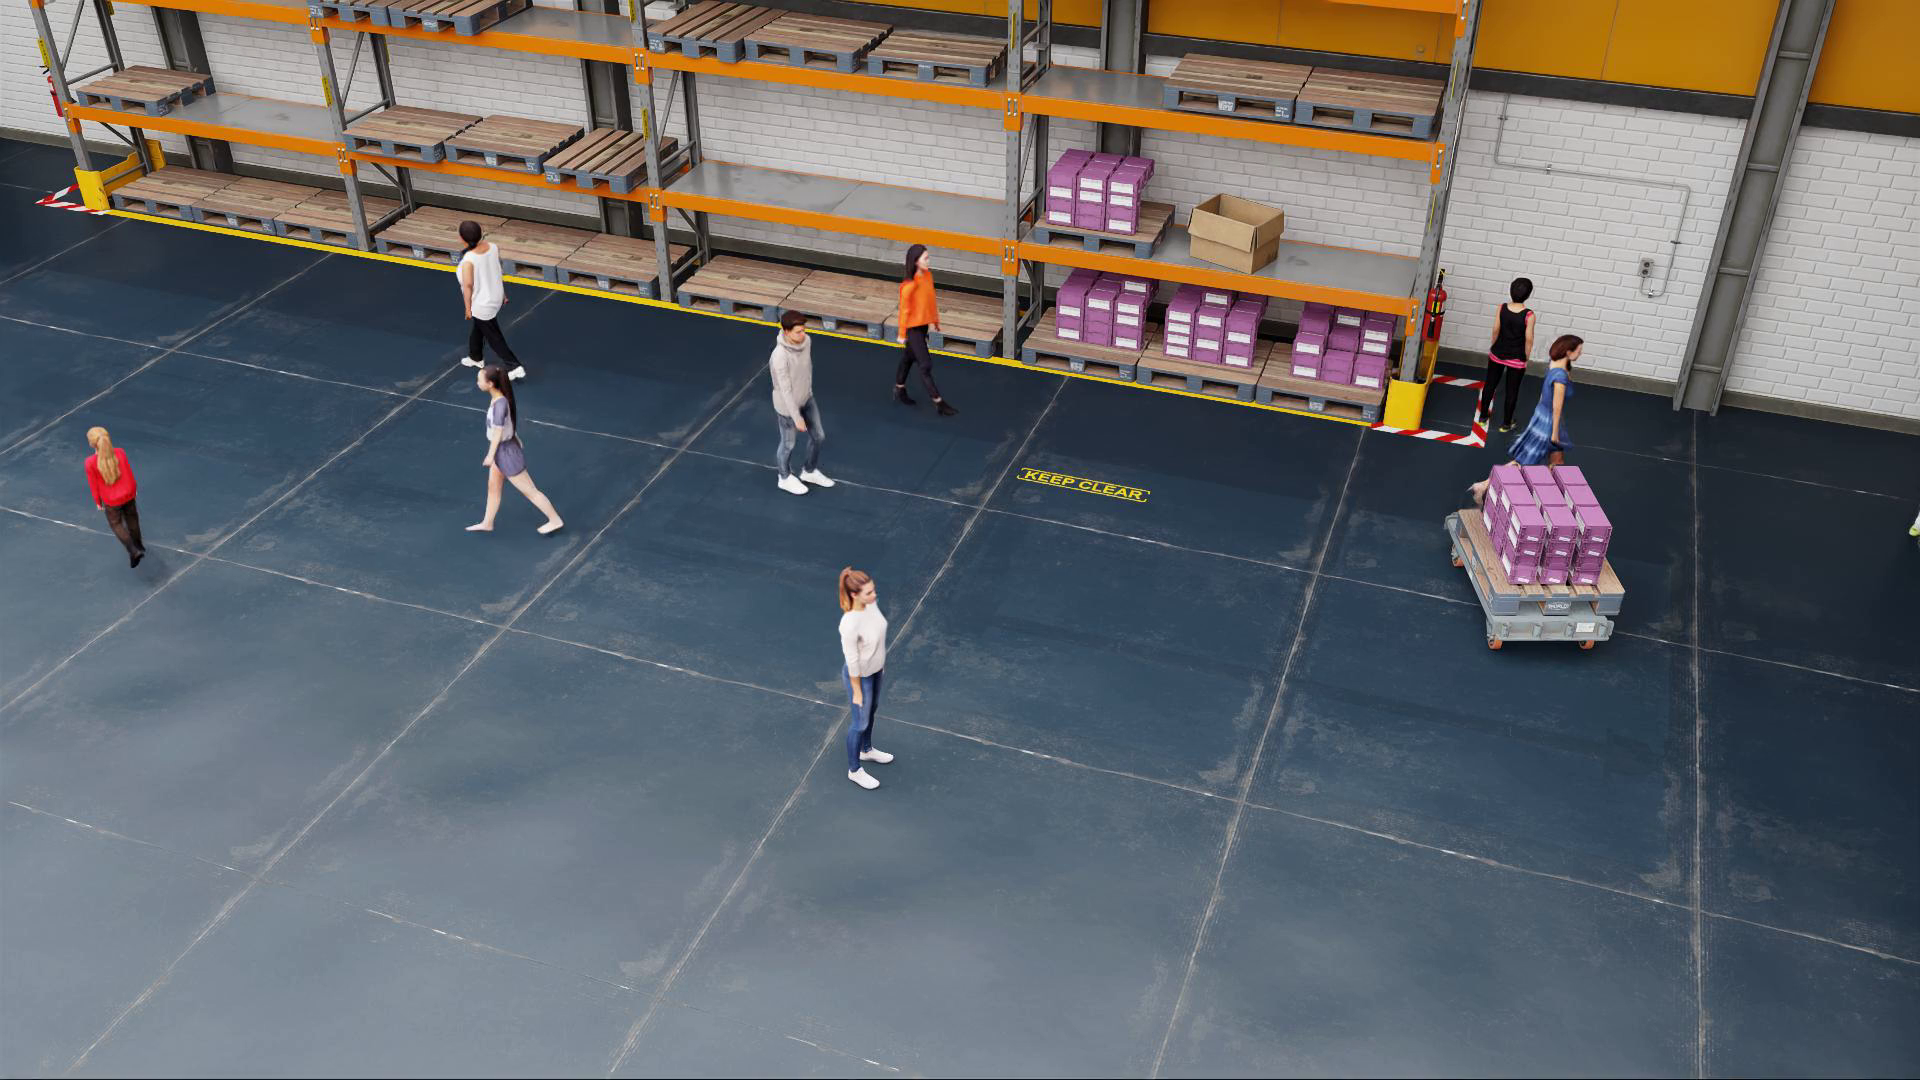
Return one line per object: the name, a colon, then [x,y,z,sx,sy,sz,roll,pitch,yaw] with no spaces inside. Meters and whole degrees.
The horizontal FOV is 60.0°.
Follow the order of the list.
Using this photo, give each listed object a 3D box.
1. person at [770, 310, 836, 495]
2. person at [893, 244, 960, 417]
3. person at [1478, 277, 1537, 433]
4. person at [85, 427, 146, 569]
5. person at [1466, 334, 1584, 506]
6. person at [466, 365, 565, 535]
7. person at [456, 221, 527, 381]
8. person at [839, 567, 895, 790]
person: [-1.539,-1.227,14.631,0.794,1.831,0.757,17,37,23]
person: [-0.501,-2.025,15.932,1.021,1.718,0.690,15,37,22]
person: [5.175,-1.760,15.682,0.533,1.553,0.655,23,40,31]
person: [-6.973,-0.343,13.804,0.683,1.273,0.820,-27,42,-34]
person: [4.917,-0.936,14.250,1.149,1.767,0.726,8,34,12]
person: [-3.727,-0.718,14.069,1.117,1.605,0.988,-10,35,-14]
person: [-4.678,-2.339,16.465,1.050,1.651,0.641,12,35,17]
person: [-0.673,0.929,11.486,0.521,1.720,0.603,11,35,15]
